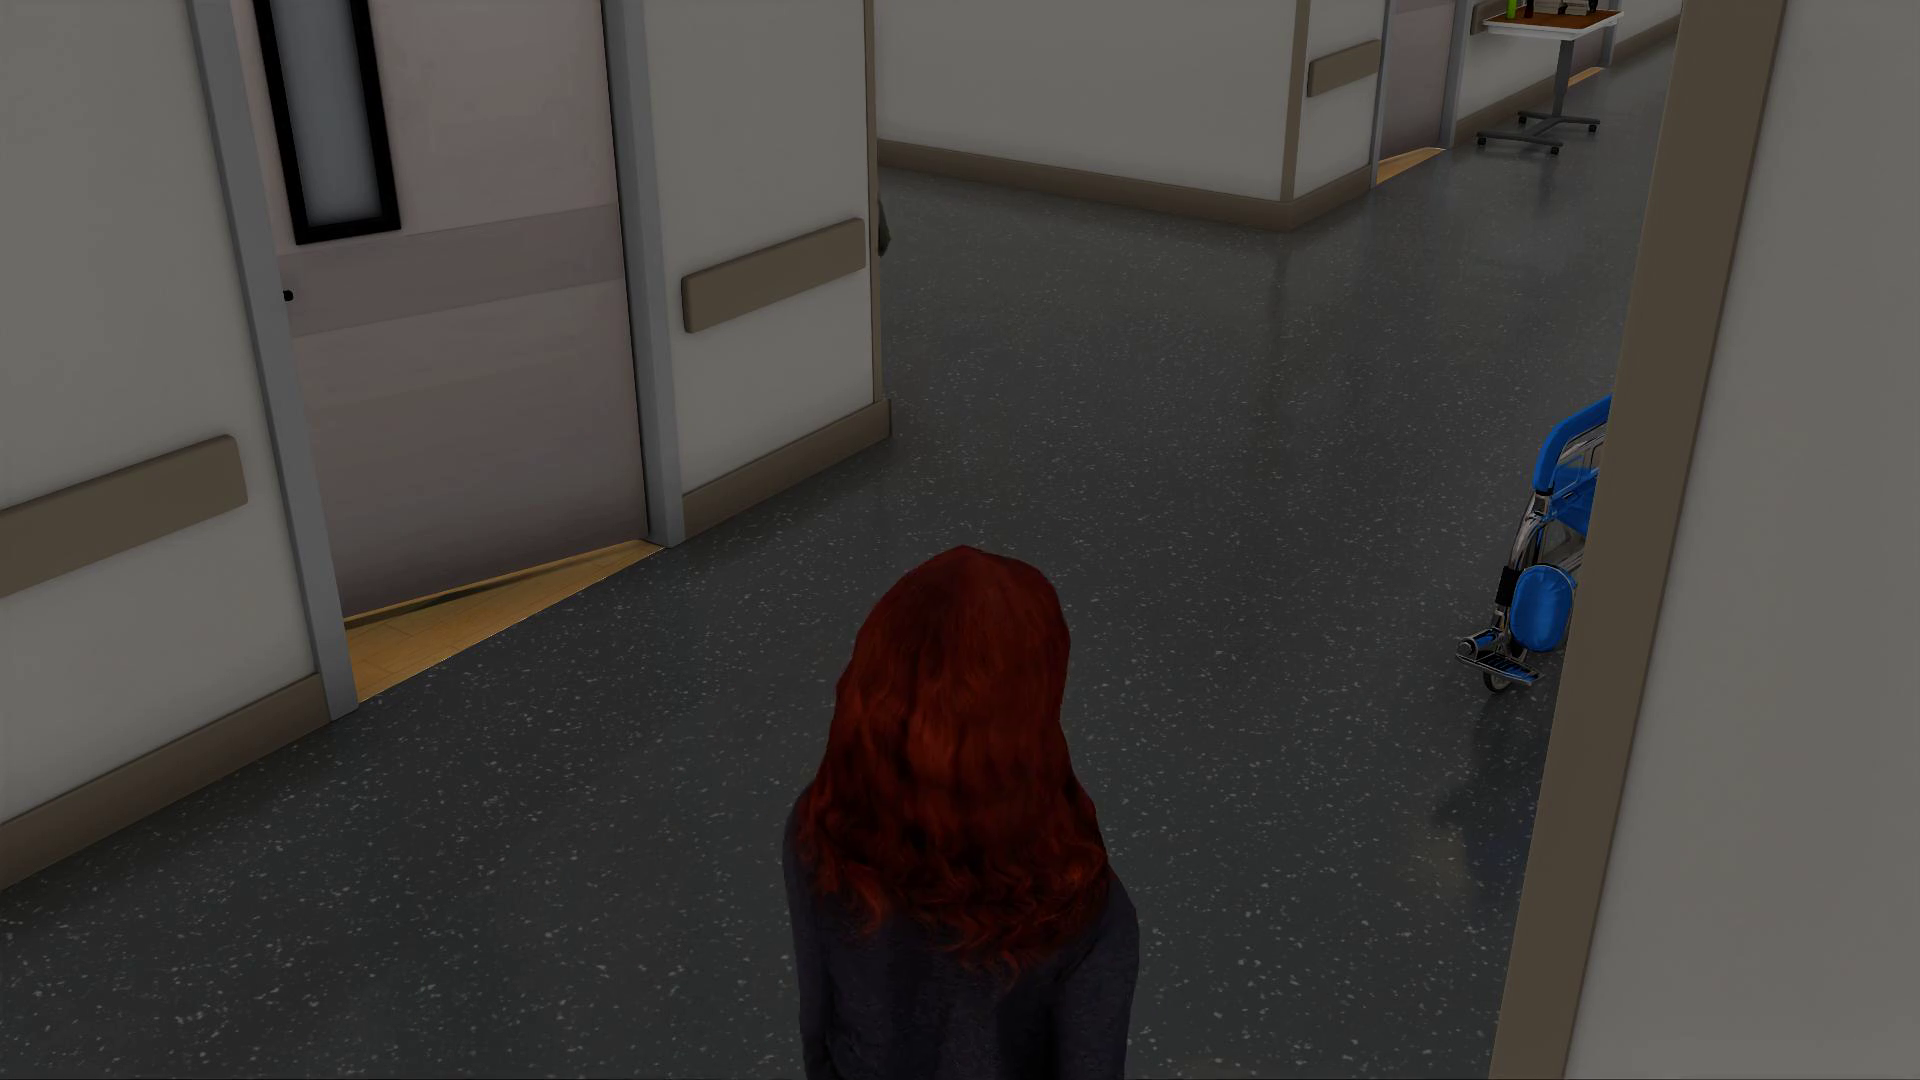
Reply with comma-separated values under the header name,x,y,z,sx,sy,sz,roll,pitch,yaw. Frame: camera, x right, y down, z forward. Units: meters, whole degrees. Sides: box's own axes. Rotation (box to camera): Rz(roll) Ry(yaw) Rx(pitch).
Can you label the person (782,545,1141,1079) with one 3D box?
name,x,y,z,sx,sy,sz,roll,pitch,yaw
person,-0.059,0.854,1.902,0.756,1.747,1.132,10,27,19
